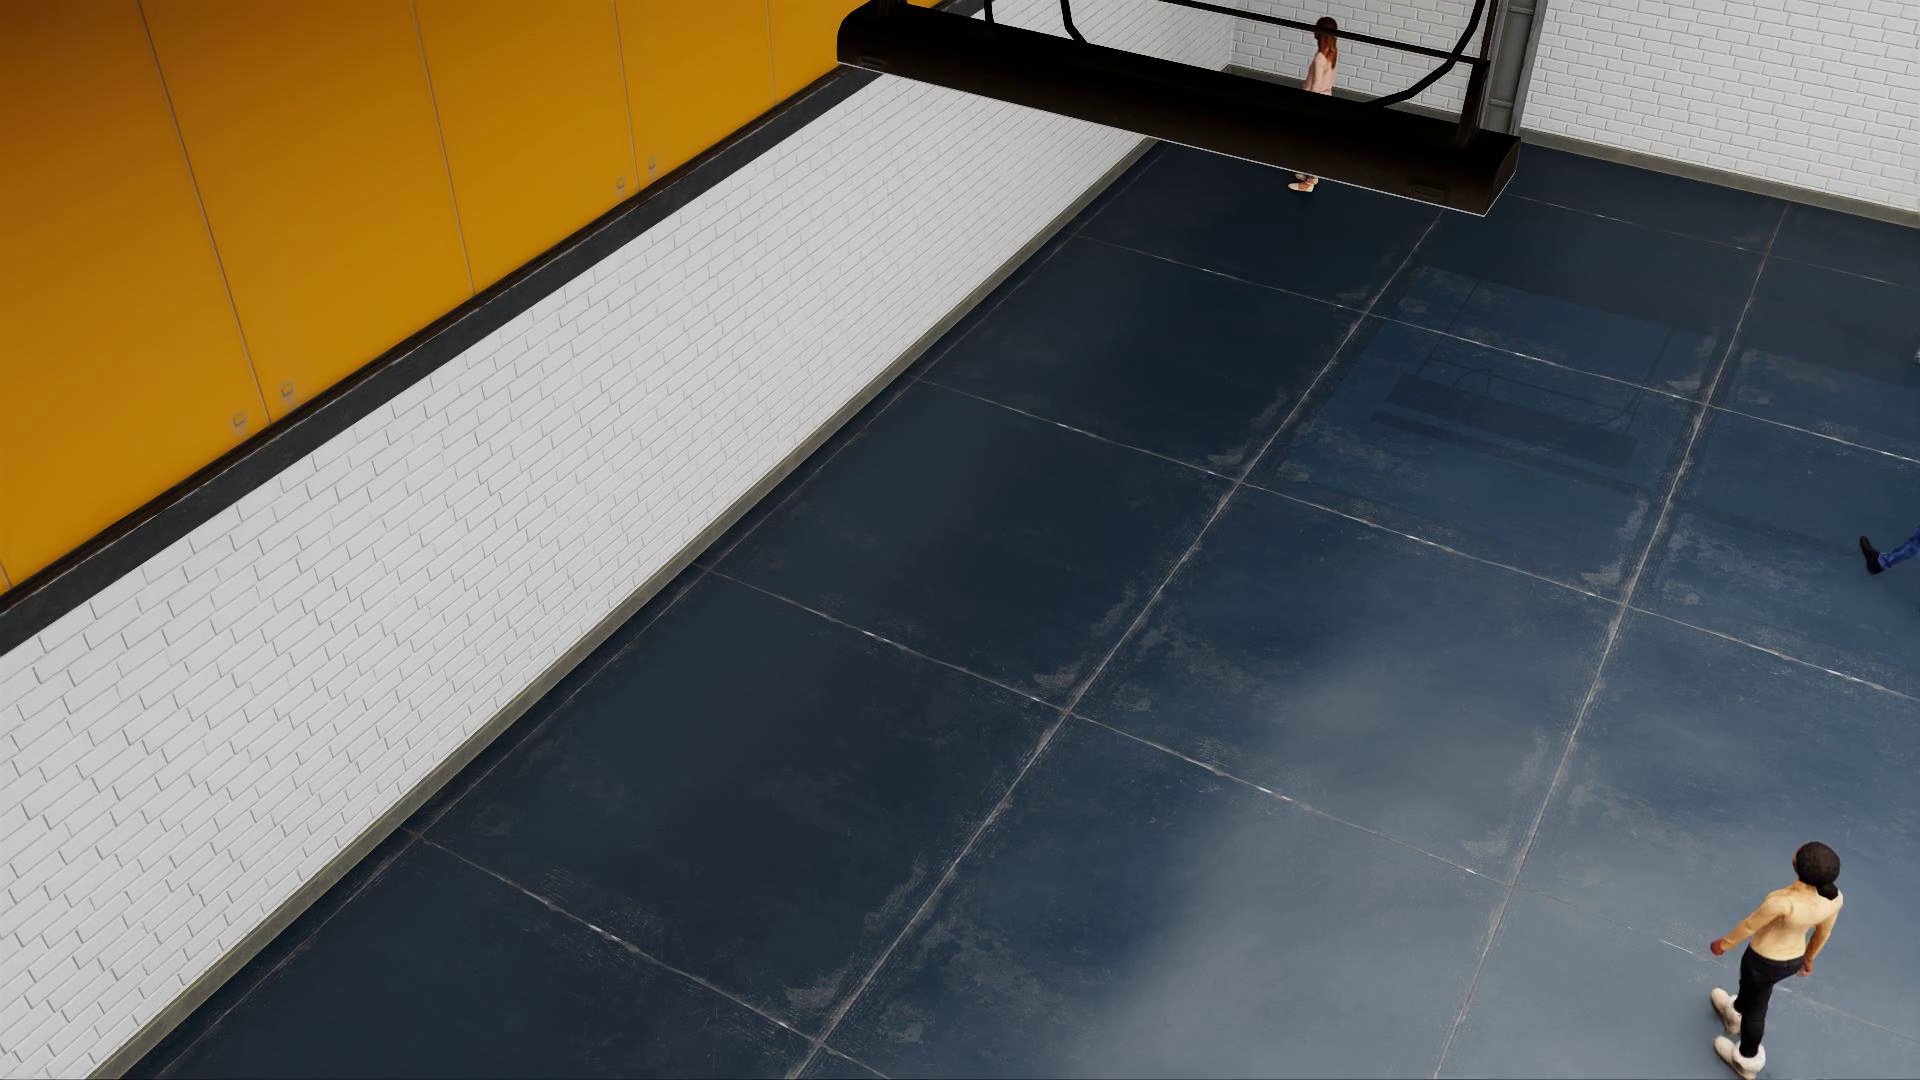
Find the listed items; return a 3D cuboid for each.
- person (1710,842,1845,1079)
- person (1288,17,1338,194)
[{"bbox_3d":[4.231,2.215,8.555,0.857,1.646,0.917,-10,40,-13],"label":"person"},{"bbox_3d":[3.587,-4.363,16.676,0.525,1.791,0.593,17,42,21],"label":"person"}]
